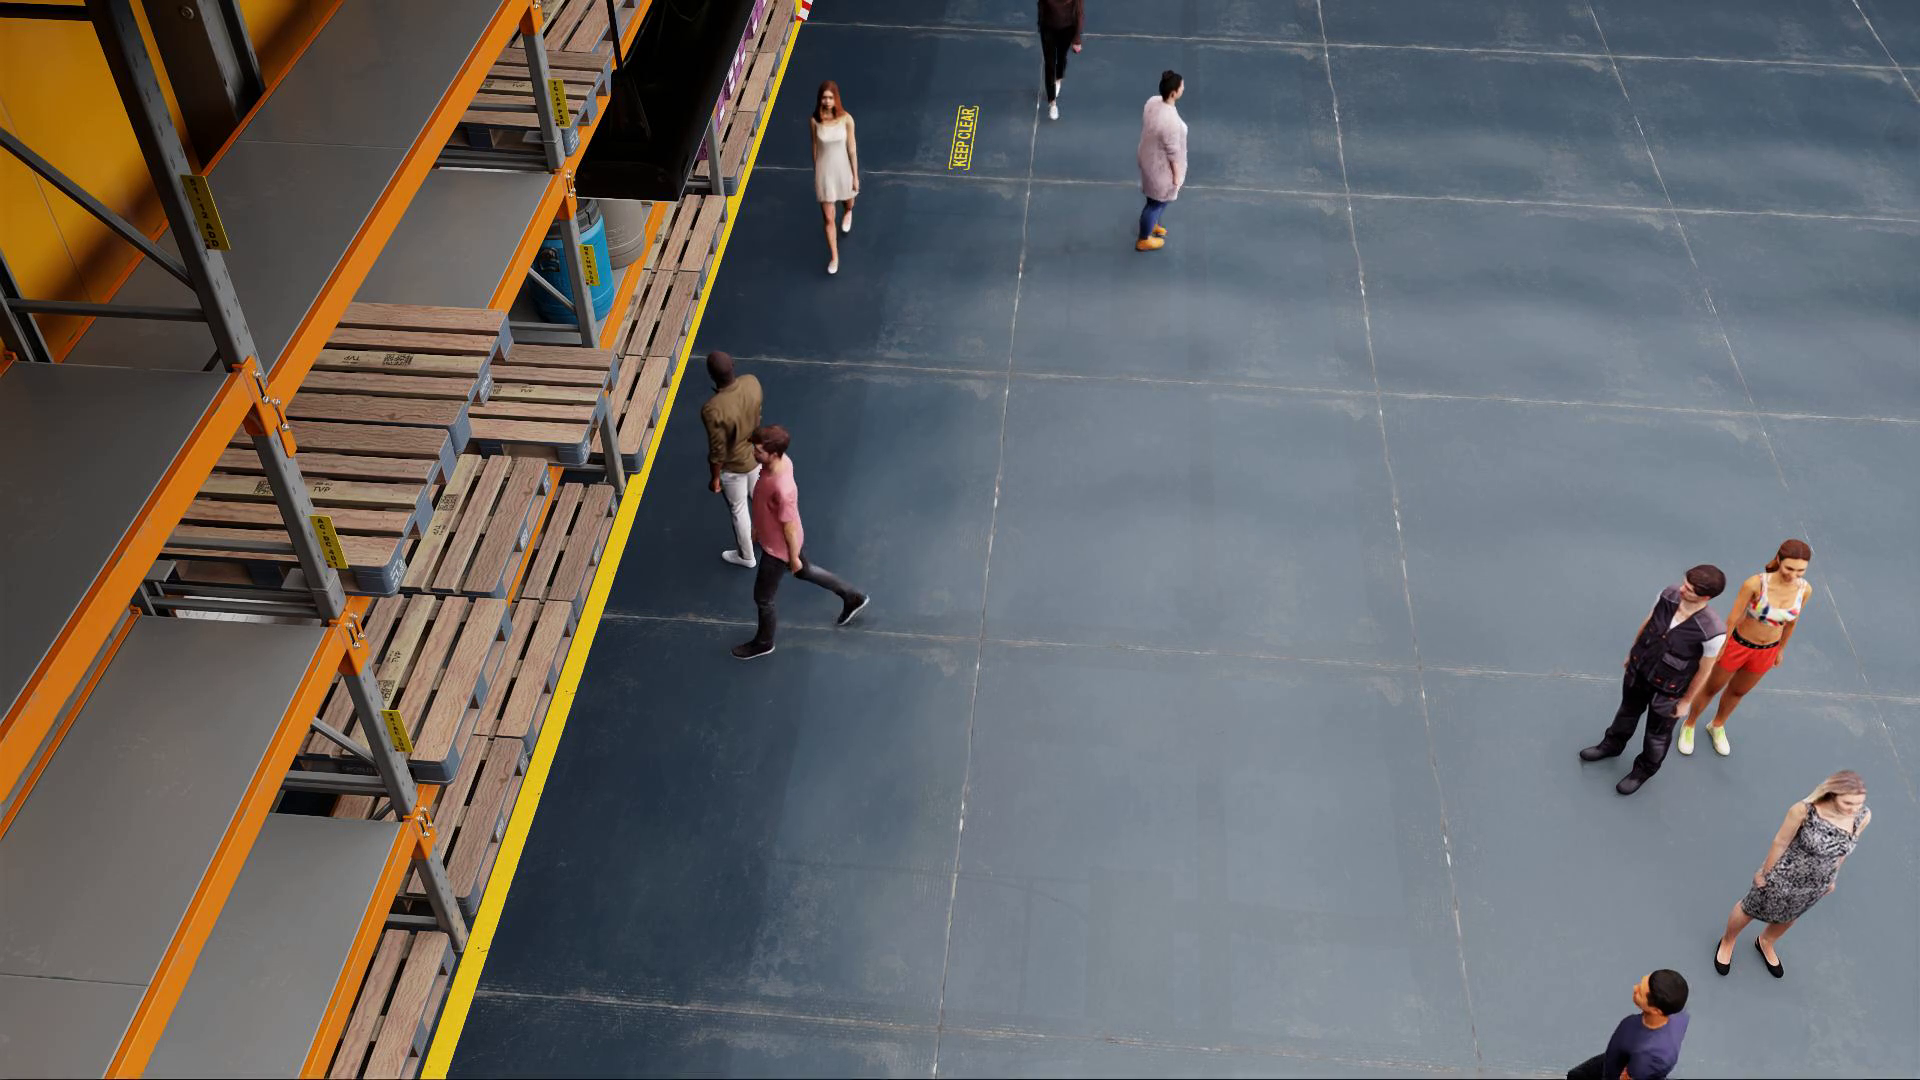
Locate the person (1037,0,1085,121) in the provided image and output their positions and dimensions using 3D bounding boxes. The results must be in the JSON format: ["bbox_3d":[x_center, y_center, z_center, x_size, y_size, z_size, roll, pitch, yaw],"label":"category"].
[{"bbox_3d":[0.956,-5.025,16.333,0.619,1.638,1.019,9,44,10],"label":"person"}]

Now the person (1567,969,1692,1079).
[{"bbox_3d":[3.340,2.693,8.130,0.789,1.777,0.665,18,46,18],"label":"person"}]

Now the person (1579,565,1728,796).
[{"bbox_3d":[4.261,0.807,10.058,0.796,1.849,0.686,-19,47,-19],"label":"person"}]

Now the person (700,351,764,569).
[{"bbox_3d":[-1.529,-0.559,11.510,0.866,1.823,0.733,26,50,25],"label":"person"}]

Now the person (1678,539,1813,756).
[{"bbox_3d":[4.867,0.658,10.257,0.564,1.790,0.520,3,44,4],"label":"person"}]

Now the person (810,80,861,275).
[{"bbox_3d":[-1.067,-3.228,14.414,0.583,1.682,1.101,1,44,1],"label":"person"}]

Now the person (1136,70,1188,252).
[{"bbox_3d":[1.660,-3.273,14.424,0.843,1.734,0.705,-10,44,-10],"label":"person"}]

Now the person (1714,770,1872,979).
[{"bbox_3d":[4.588,1.811,9.110,0.568,1.703,0.472,3,44,3],"label":"person"}]

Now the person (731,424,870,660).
[{"bbox_3d":[-1.077,-0.015,10.865,0.944,1.927,1.225,-9,44,-9],"label":"person"}]
